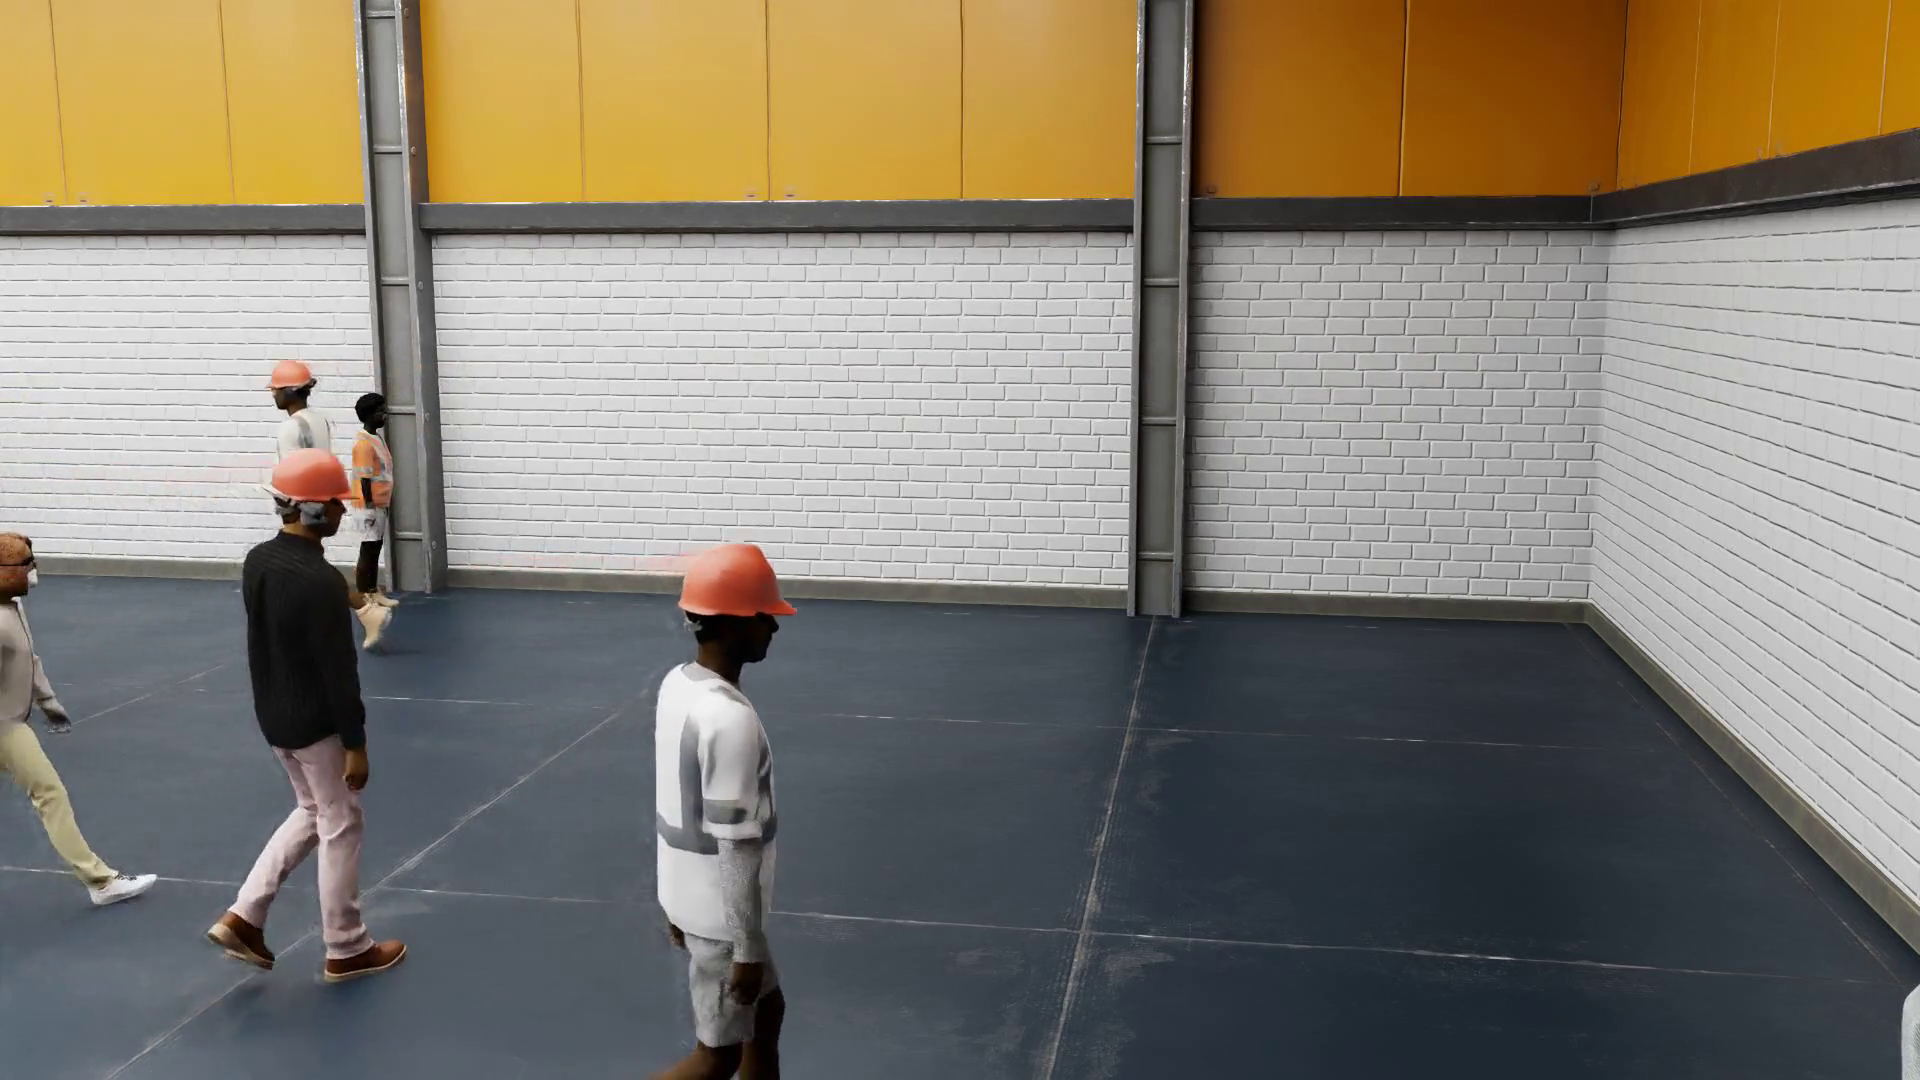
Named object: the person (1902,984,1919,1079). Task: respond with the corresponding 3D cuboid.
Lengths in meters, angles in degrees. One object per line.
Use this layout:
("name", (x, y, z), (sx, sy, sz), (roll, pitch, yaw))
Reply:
("person", (1.855, 1.276, 2.889), (0.485, 1.745, 0.296), (2, 10, 15))

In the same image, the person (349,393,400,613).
("person", (-4.460, -0.274, 12.623), (0.322, 1.689, 0.530), (-2, 9, -10))

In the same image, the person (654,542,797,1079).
("person", (-0.703, 0.955, 4.389), (0.863, 1.912, 0.554), (-4, 10, -23))

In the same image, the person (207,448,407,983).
("person", (-2.347, 0.658, 5.963), (0.644, 1.981, 0.566), (8, 12, 41))

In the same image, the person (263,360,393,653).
("person", (-4.319, -0.208, 11.221), (0.889, 2.022, 0.622), (0, 9, -2))

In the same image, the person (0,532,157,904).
("person", (-3.821, 0.745, 6.690), (0.900, 1.576, 0.501), (-5, 10, -26))
